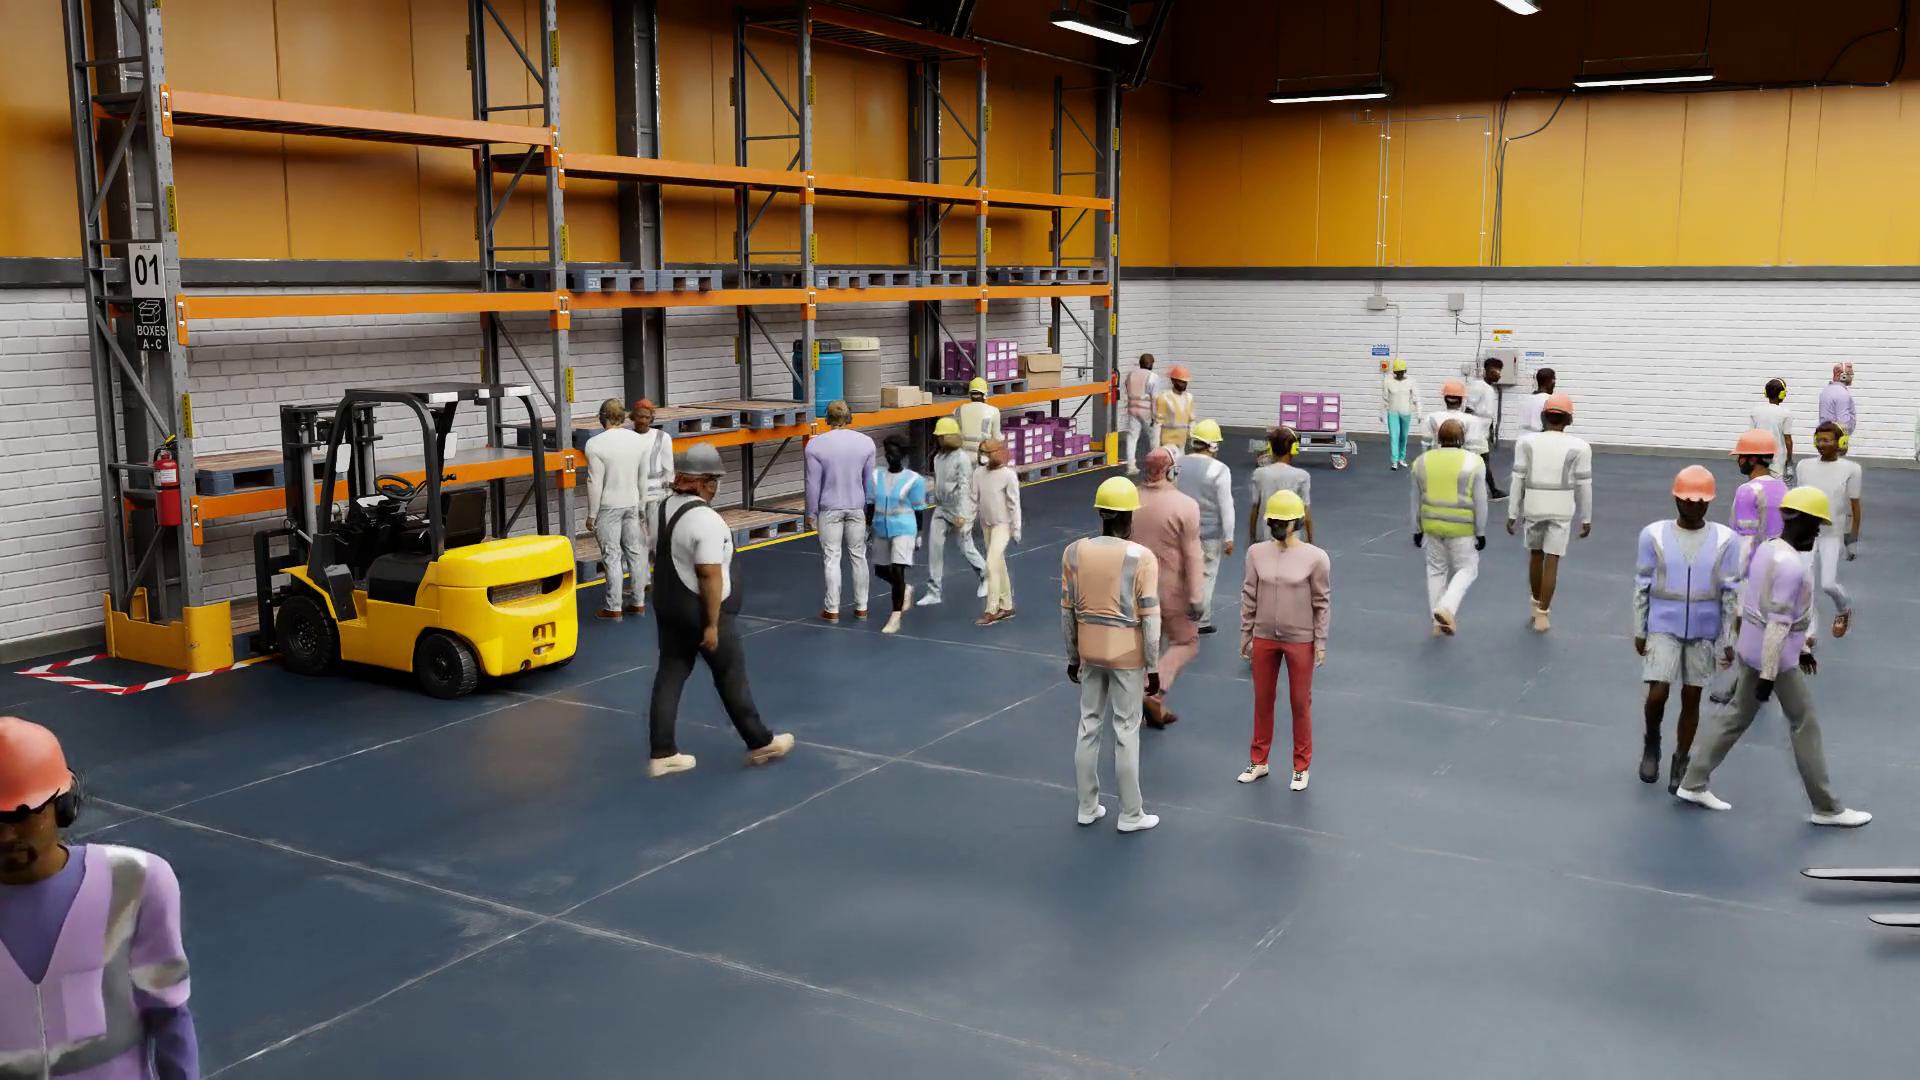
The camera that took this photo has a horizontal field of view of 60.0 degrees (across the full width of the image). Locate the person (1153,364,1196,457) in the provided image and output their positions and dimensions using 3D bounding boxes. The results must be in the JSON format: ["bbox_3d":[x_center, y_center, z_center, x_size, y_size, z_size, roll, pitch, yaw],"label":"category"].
[{"bbox_3d":[2.678,-1.169,20.191,0.544,1.908,0.768,-7,12,-38],"label":"person"}]

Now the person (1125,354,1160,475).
[{"bbox_3d":[2.822,-1.901,25.062,0.637,1.800,0.922,7,11,37],"label":"person"}]

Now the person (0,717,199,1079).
[{"bbox_3d":[-2.151,1.369,3.996,0.613,2.022,0.831,-4,10,-23],"label":"person"}]

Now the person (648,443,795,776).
[{"bbox_3d":[-1.491,0.386,10.066,0.963,2.000,0.701,-8,12,-40],"label":"person"}]

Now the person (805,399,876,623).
[{"bbox_3d":[-1.030,-0.246,14.342,0.629,1.937,0.378,-3,10,-20],"label":"person"}]

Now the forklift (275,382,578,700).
[{"bbox_3d":[-3.974,-0.067,12.417,2.313,2.155,1.214,5,11,30],"label":"forklift"}]

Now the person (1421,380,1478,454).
[{"bbox_3d":[5.158,-0.740,17.557,0.568,1.886,0.977,3,10,19],"label":"person"}]

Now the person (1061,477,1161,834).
[{"bbox_3d":[0.824,0.618,8.971,0.585,1.928,0.369,6,11,34],"label":"person"}]

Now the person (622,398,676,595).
[{"bbox_3d":[-2.944,-0.385,15.434,0.654,1.869,0.378,3,9,16],"label":"person"}]

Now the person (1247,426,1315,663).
[{"bbox_3d":[2.450,0.043,12.851,0.525,1.845,0.867,8,12,42],"label":"person"}]

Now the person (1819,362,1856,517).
[{"bbox_3d":[10.928,-1.255,20.723,0.400,1.910,0.643,1,9,8],"label":"person"}]

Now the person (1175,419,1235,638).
[{"bbox_3d":[2.003,-0.090,13.731,0.614,1.813,0.431,9,13,43],"label":"person"}]

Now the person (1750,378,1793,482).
[{"bbox_3d":[8.902,-0.840,18.250,0.328,1.872,0.512,-7,11,-35],"label":"person"}]

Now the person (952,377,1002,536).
[{"bbox_3d":[0.199,-0.957,19.172,0.603,1.820,0.419,4,10,24],"label":"person"}]

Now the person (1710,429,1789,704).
[{"bbox_3d":[5.494,0.194,11.594,0.553,1.933,0.368,-7,12,-38],"label":"person"}]

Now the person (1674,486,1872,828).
[{"bbox_3d":[4.471,0.626,9.127,0.955,1.864,0.585,1,9,8],"label":"person"}]

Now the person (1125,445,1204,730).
[{"bbox_3d":[1.300,0.328,10.872,0.663,1.894,0.514,9,12,43],"label":"person"}]

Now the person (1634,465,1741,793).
[{"bbox_3d":[4.176,0.522,9.584,0.542,1.922,0.415,3,10,18],"label":"person"}]

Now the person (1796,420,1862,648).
[{"bbox_3d":[6.933,-0.045,13.347,0.602,1.855,0.516,-8,12,-40],"label":"person"}]

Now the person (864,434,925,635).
[{"bbox_3d":[-0.517,-0.078,14.077,0.529,1.676,0.662,4,10,26],"label":"person"}]

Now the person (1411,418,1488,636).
[{"bbox_3d":[4.007,-0.088,13.668,0.645,1.831,0.505,7,12,38],"label":"person"}]

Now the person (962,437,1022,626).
[{"bbox_3d":[0.236,-0.073,14.271,0.675,1.606,0.494,-8,12,-39],"label":"person"}]

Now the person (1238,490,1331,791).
[{"bbox_3d":[1.881,0.582,9.706,0.535,1.766,0.317,5,11,30],"label":"person"}]

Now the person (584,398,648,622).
[{"bbox_3d":[-2.976,-0.263,14.433,0.352,1.937,0.635,8,12,40],"label":"person"}]

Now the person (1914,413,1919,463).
[{"bbox_3d":[12.009,-1.052,20.428,0.515,1.589,0.864,5,10,28],"label":"person"}]

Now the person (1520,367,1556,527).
[{"bbox_3d":[6.860,-1.084,19.655,0.459,1.903,0.628,-2,9,-11],"label":"person"}]

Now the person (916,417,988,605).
[{"bbox_3d":[-0.027,-0.277,15.227,0.492,1.716,0.813,9,13,44],"label":"person"}]

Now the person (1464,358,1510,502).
[{"bbox_3d":[6.889,-1.439,21.884,0.946,1.899,0.685,5,10,30],"label":"person"}]

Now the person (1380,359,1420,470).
[{"bbox_3d":[6.781,-1.936,25.613,0.577,1.702,0.954,2,9,12],"label":"person"}]

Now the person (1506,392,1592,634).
[{"bbox_3d":[5.022,-0.247,14.083,0.648,2.013,0.878,6,11,31],"label":"person"}]
